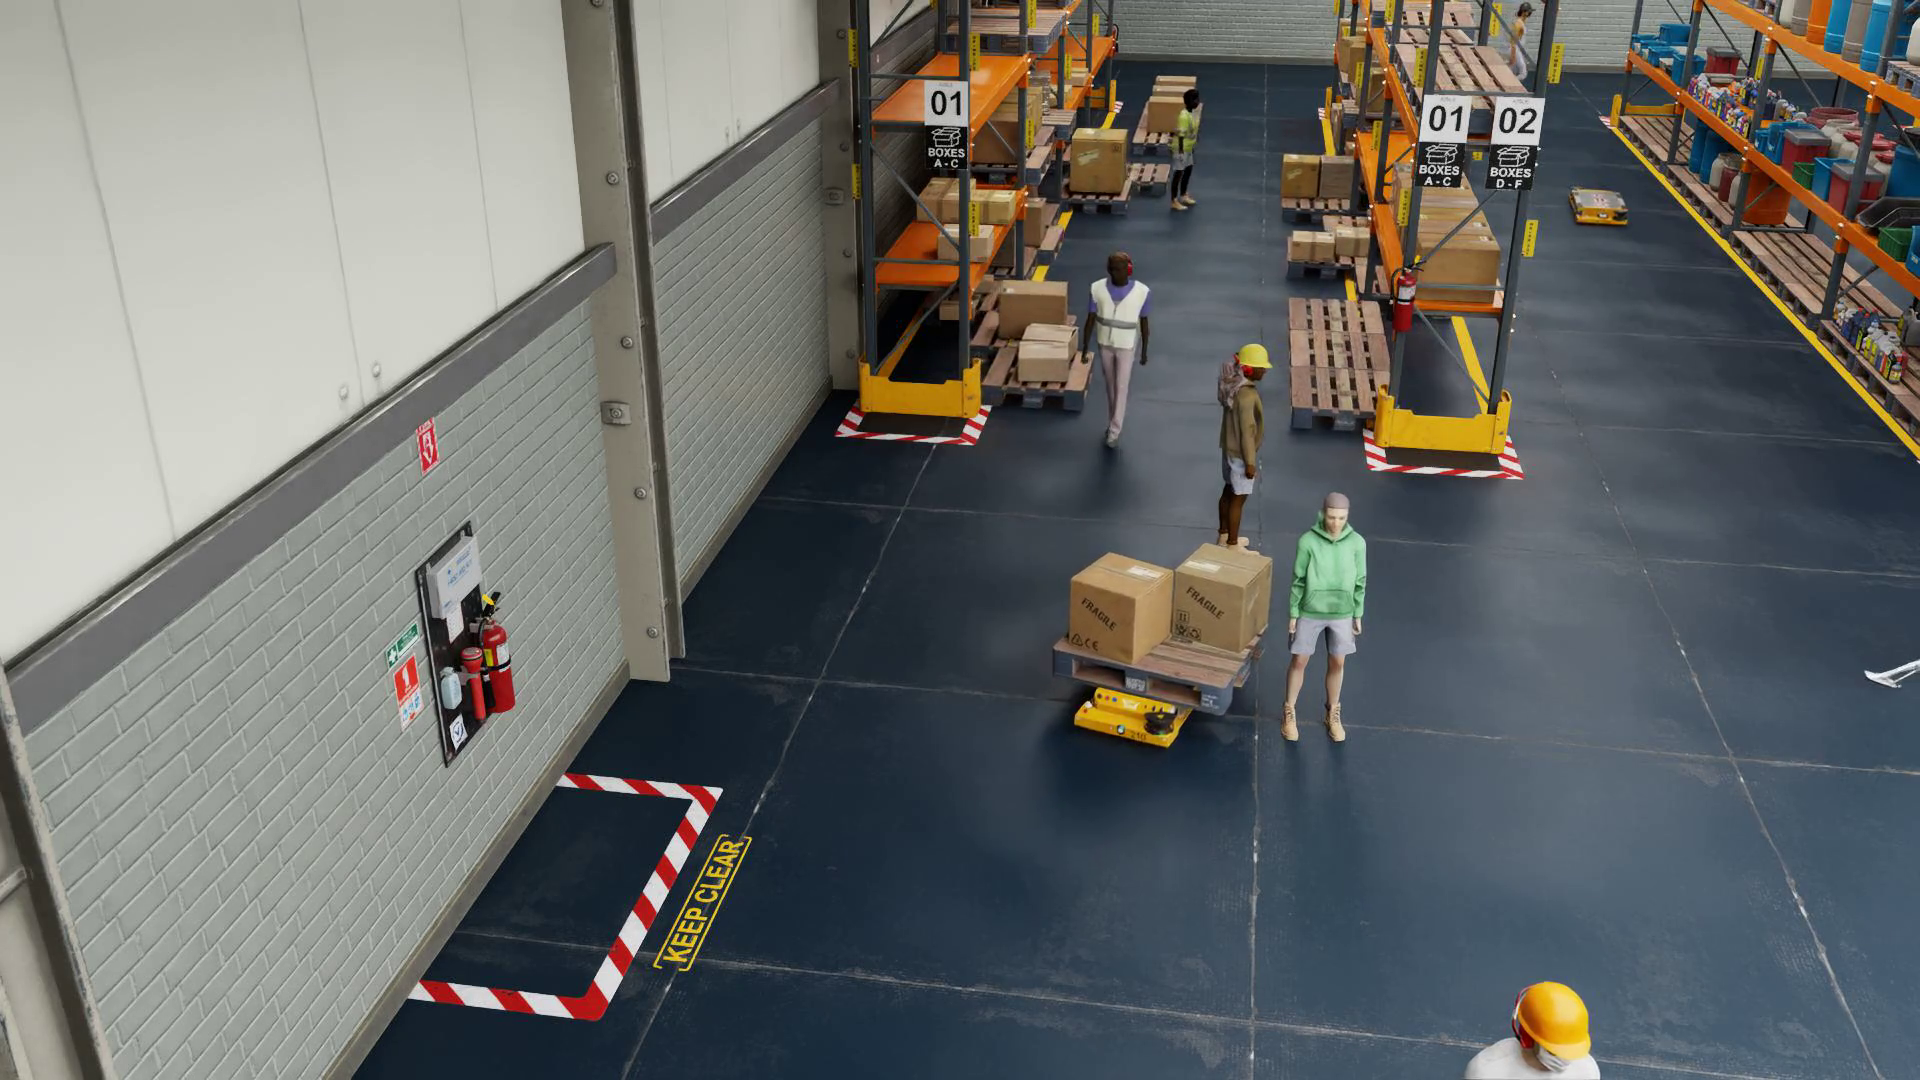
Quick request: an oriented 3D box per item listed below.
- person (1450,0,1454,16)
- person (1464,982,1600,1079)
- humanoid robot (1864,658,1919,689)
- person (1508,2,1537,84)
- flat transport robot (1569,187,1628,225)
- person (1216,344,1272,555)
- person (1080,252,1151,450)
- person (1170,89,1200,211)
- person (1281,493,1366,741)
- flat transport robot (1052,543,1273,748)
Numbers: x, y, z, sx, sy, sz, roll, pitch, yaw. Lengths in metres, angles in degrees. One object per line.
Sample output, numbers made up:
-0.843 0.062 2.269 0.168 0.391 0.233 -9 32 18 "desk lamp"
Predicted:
9.265 -9.431 31.775 0.328 1.765 0.532 -11 27 -23 "person"
2.090 2.425 6.261 0.574 1.889 0.387 -1 25 -3 "person"
6.751 0.302 11.050 1.083 1.765 0.551 4 25 9 "humanoid robot"
10.324 -8.961 30.676 0.532 1.845 0.499 8 26 16 "person"
8.976 -4.694 23.405 0.659 0.231 1.431 6 26 13 "flat transport robot"
2.192 -0.692 13.079 0.410 1.757 0.542 -2 25 -5 "person"
1.404 -1.744 15.280 0.579 1.801 0.881 10 27 21 "person"
3.166 -5.517 23.484 0.356 1.688 0.601 8 26 17 "person"
2.322 0.485 10.592 0.470 1.735 0.325 1 25 2 "person"
1.351 0.936 11.354 0.659 0.231 1.431 12 27 23 "flat transport robot"
